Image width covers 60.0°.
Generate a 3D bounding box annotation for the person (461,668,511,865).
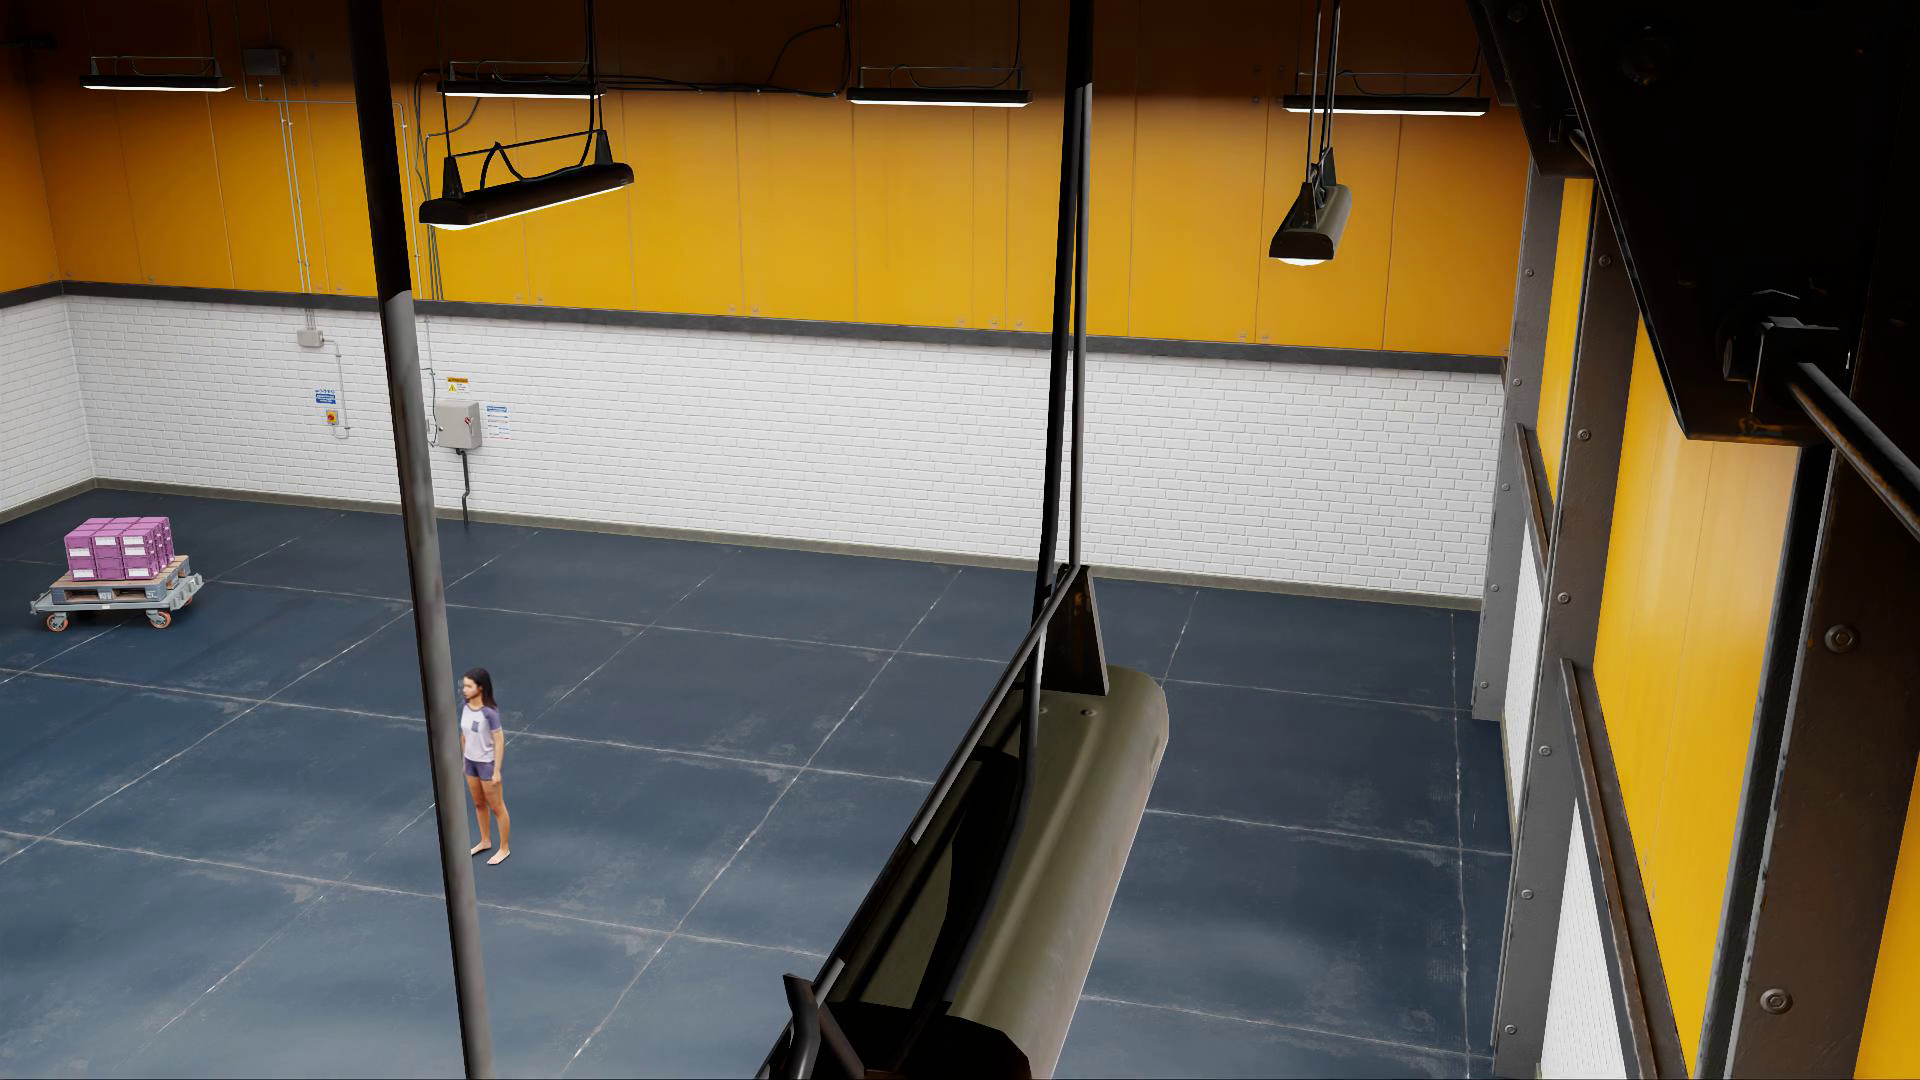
[{"bbox_3d":[-3.993,1.874,13.949,0.646,1.733,0.615,12,22,32],"label":"person"}]
